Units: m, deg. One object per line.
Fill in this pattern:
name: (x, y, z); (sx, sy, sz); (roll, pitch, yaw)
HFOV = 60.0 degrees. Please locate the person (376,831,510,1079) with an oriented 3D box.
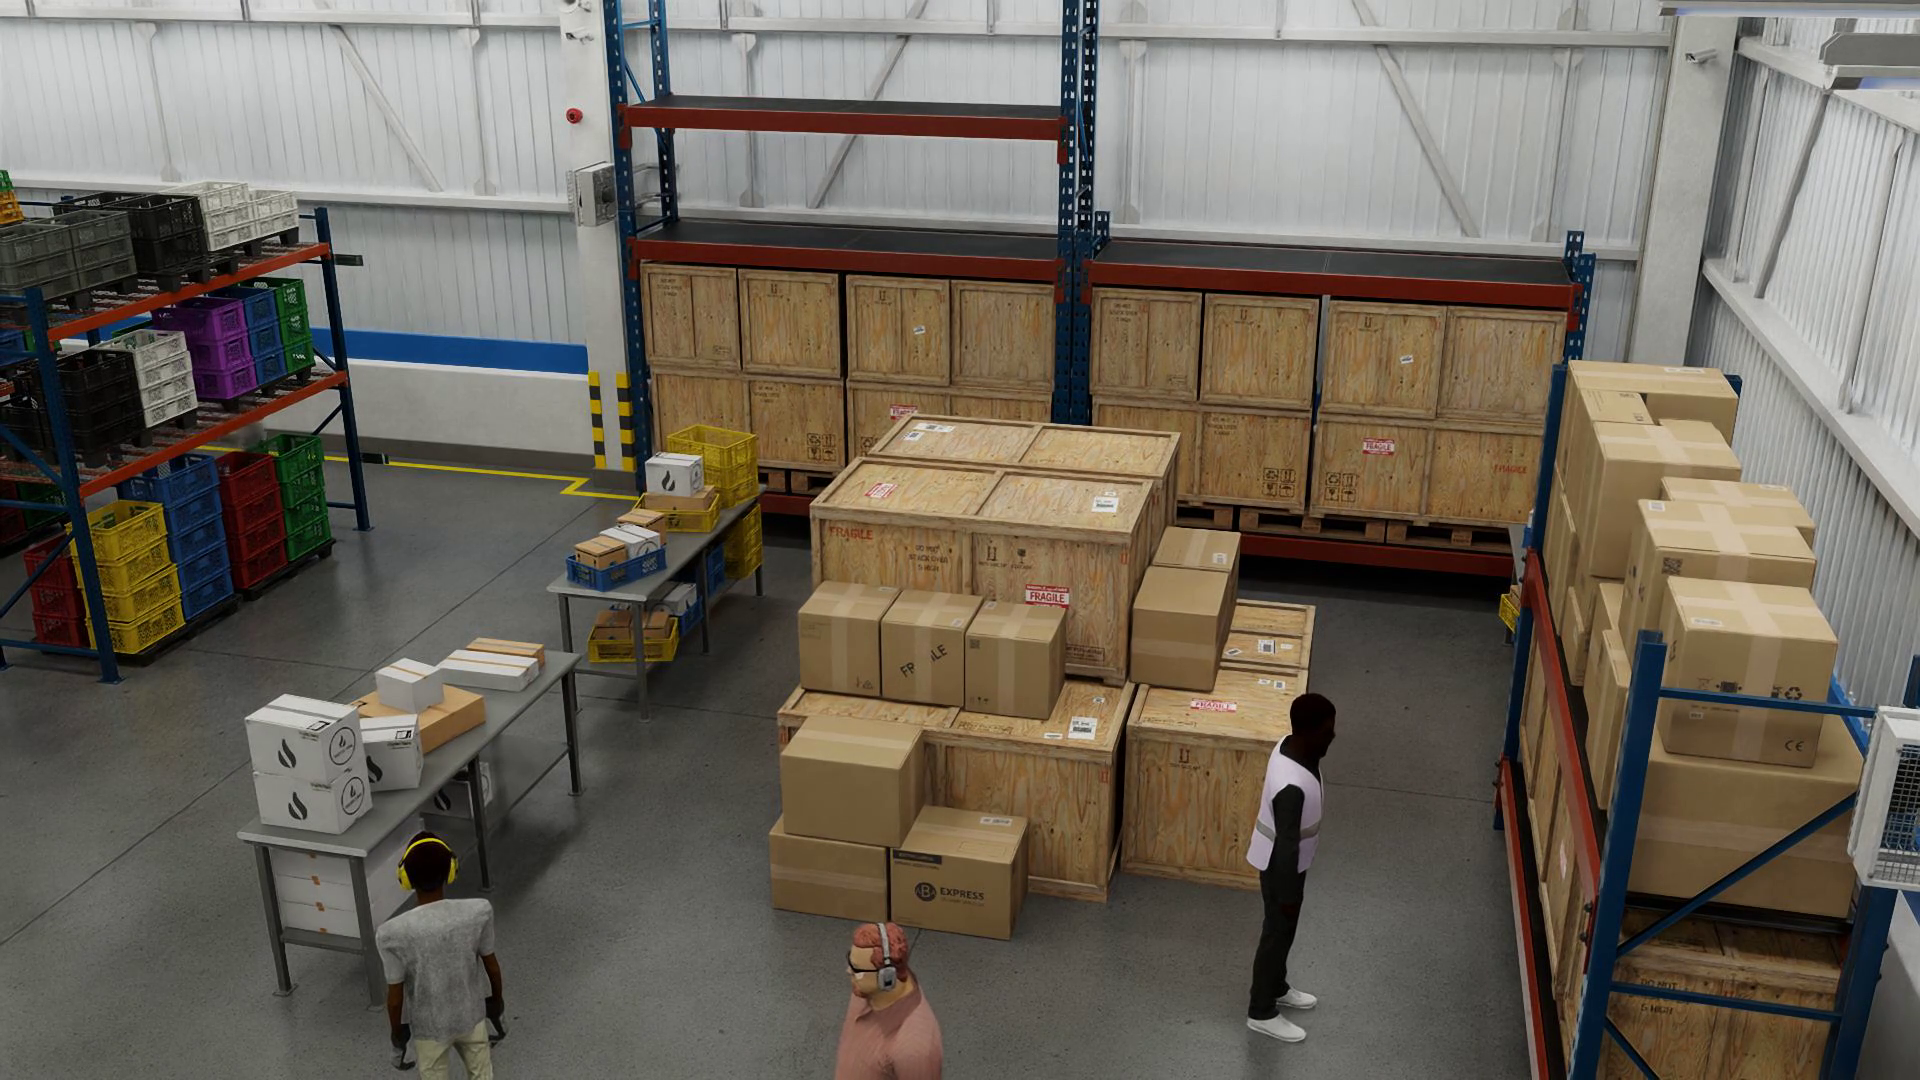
person: (-2.237, 2.112, 7.260); (0.520, 1.871, 0.326); (-12, 24, -29)

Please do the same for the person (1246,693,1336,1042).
person: (1.664, 1.641, 8.444); (0.409, 1.909, 0.592); (5, 22, 14)

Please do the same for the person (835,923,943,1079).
person: (-0.296, 2.347, 6.593); (0.399, 1.908, 0.643); (-7, 22, -17)

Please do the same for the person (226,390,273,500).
person: (-6.600, -1.040, 15.496); (0.403, 1.871, 0.606); (-14, 25, -32)
